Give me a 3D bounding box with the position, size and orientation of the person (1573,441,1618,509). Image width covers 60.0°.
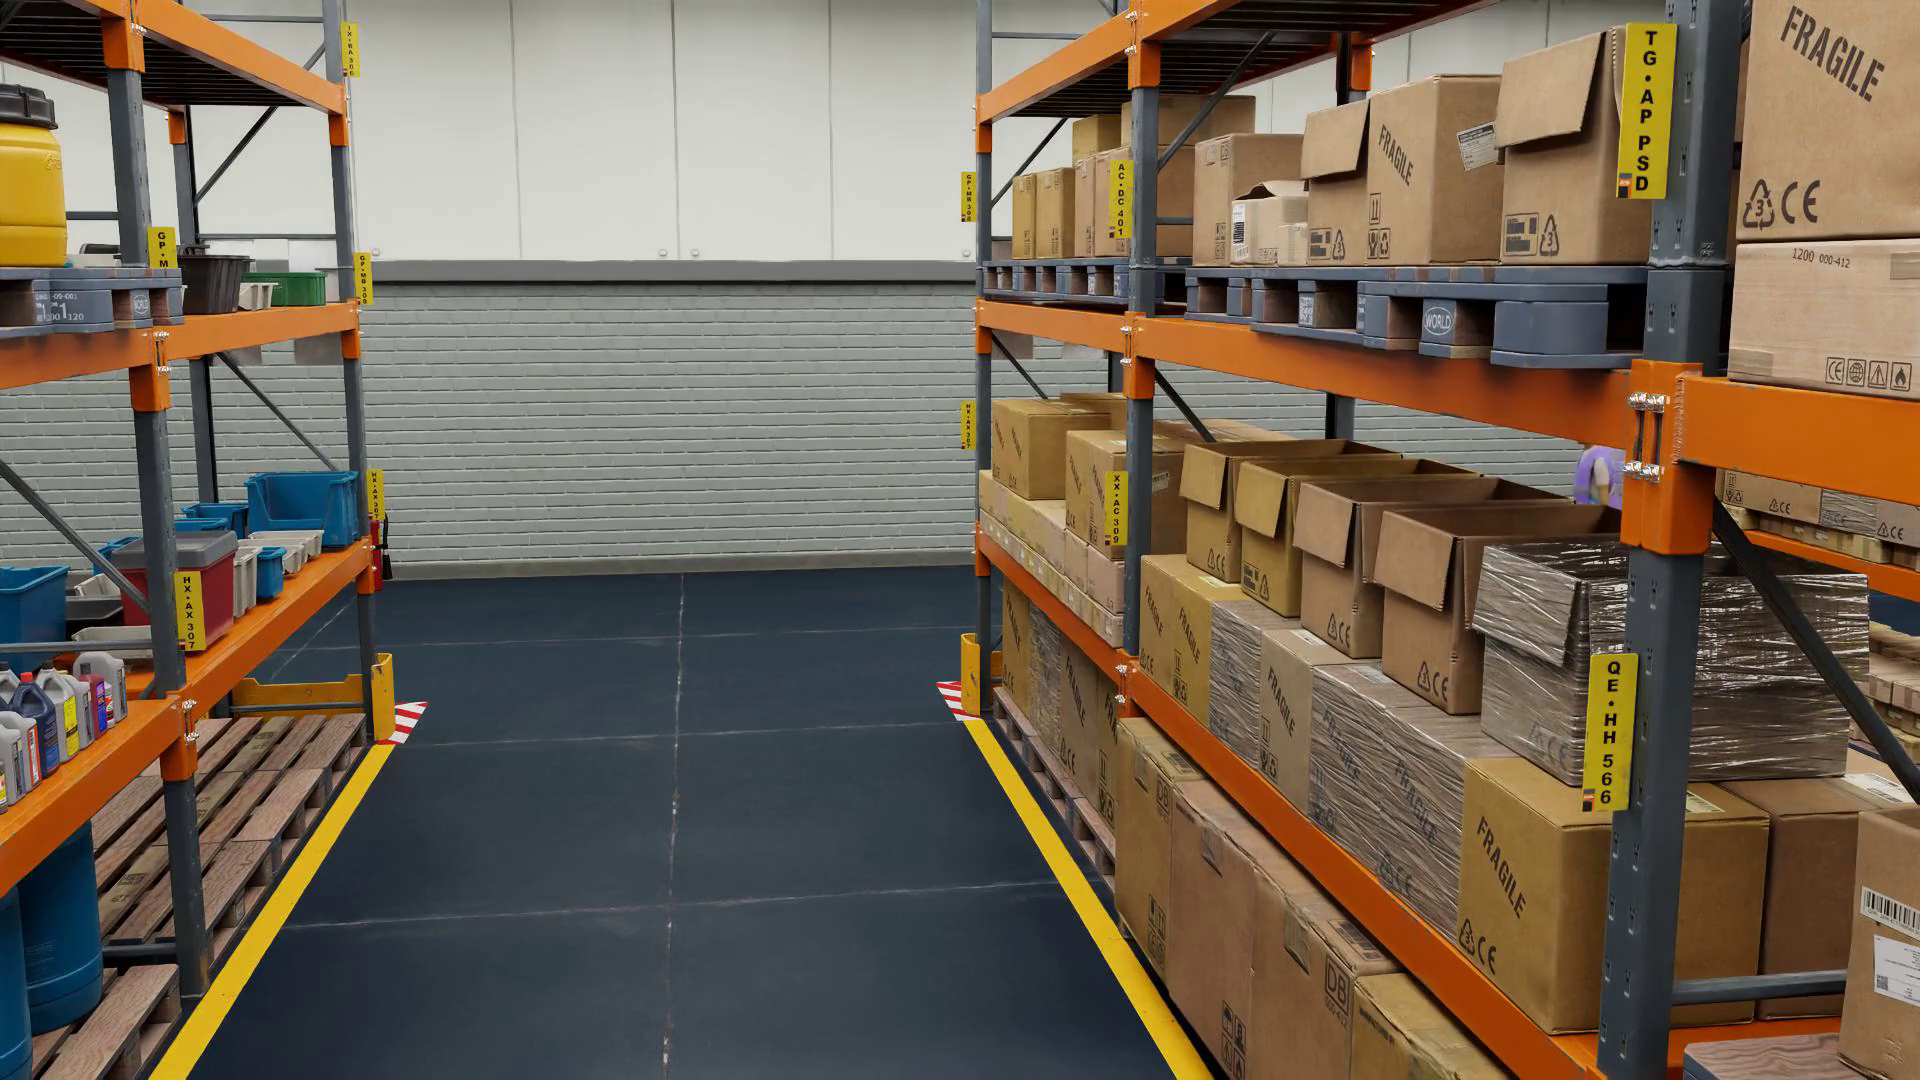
[{"bbox_3d":[5.604,-0.206,14.521,0.843,1.809,0.606,2,9,14],"label":"person"}]
